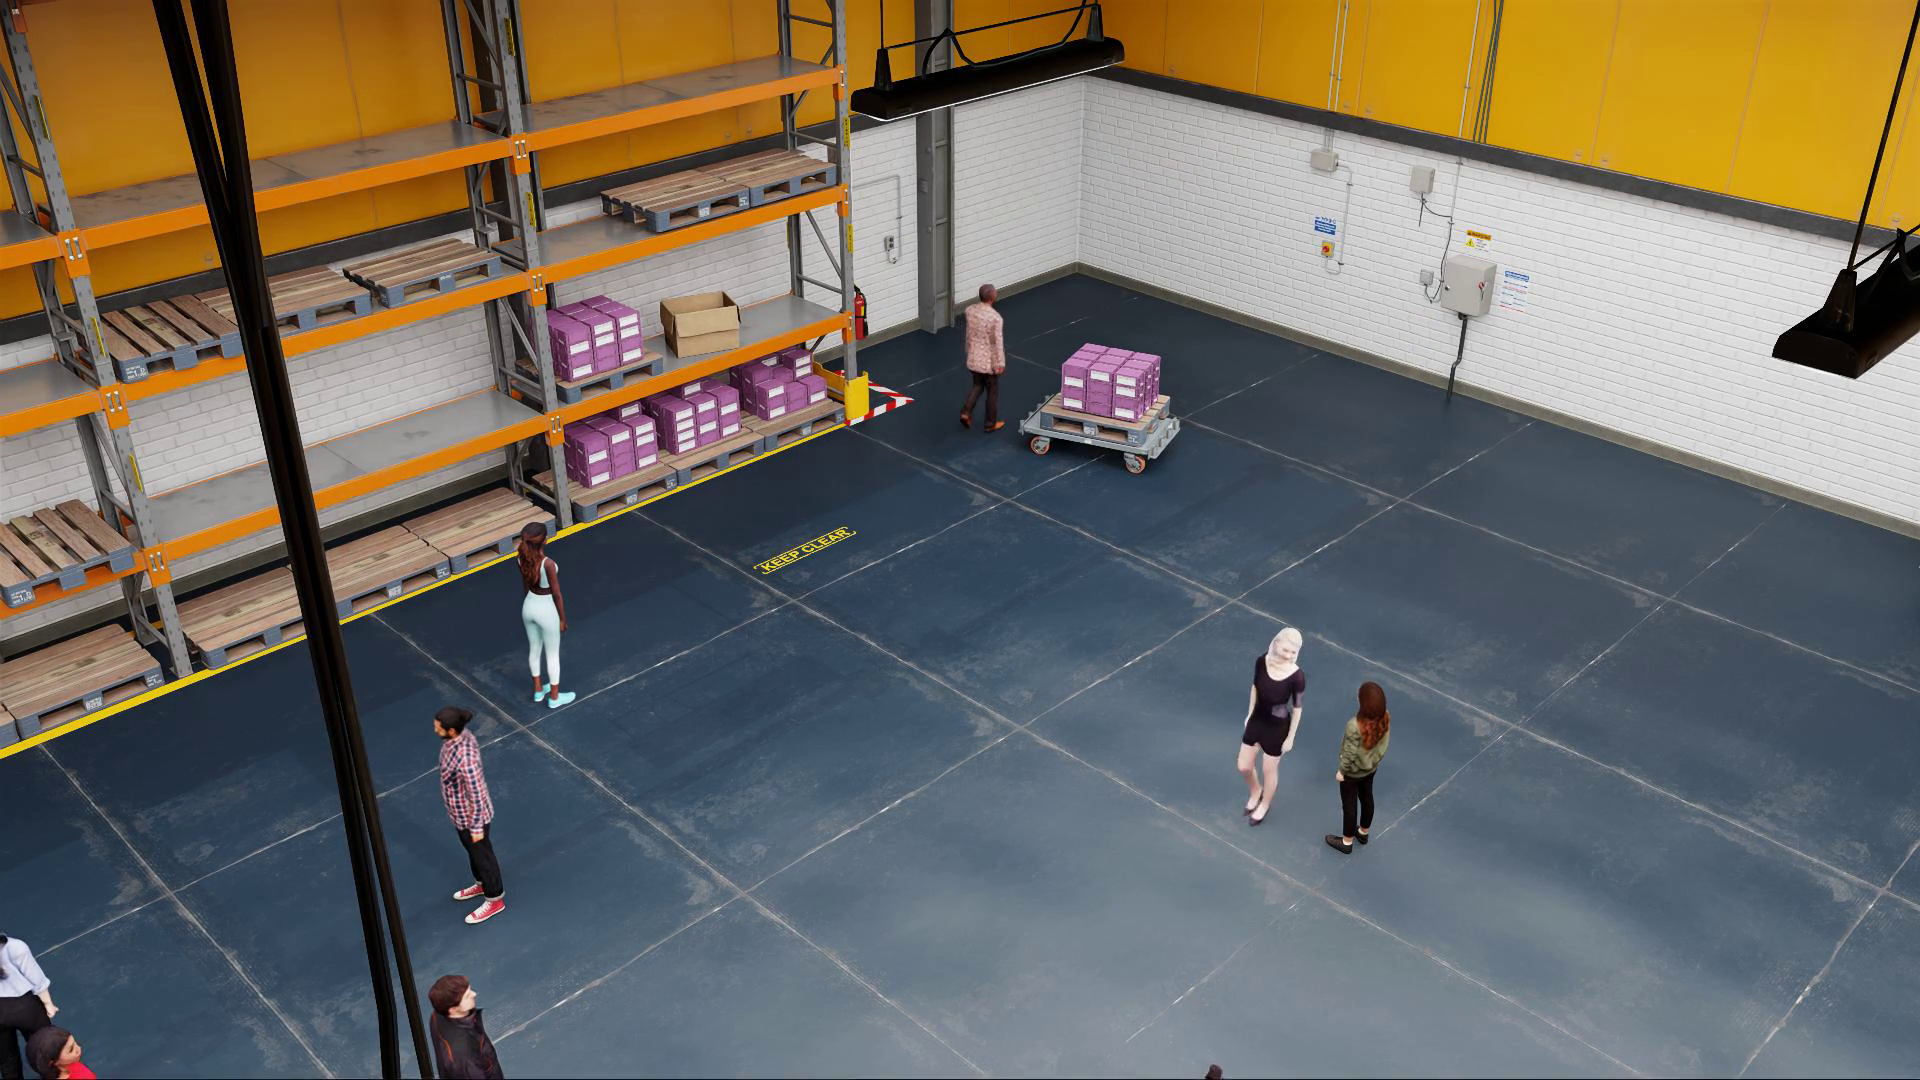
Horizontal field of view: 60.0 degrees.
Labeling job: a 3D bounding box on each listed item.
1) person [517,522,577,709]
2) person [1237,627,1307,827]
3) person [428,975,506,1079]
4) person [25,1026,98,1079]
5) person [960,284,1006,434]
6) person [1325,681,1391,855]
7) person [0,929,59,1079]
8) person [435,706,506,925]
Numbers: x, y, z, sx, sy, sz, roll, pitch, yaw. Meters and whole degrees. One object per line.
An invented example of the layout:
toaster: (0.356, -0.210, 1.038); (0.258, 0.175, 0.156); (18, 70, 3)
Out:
person: (-3.556, 0.627, 14.144); (0.616, 1.724, 0.617); (14, 31, 23)
person: (2.418, 1.400, 12.642); (0.637, 1.806, 0.613); (24, 37, 37)
person: (-2.746, 3.172, 9.360); (0.664, 1.838, 0.770); (-16, 32, -27)
person: (-4.872, 3.380, 9.117); (1.173, 1.706, 0.884); (-11, 30, -18)
person: (0.227, -2.028, 18.943); (0.750, 1.789, 0.856); (21, 35, 33)
person: (3.002, 1.688, 12.459); (0.500, 1.476, 0.670); (-19, 34, -30)
person: (-5.713, 2.865, 10.018); (0.683, 1.747, 0.796); (-7, 29, -12)
person: (-3.474, 1.898, 11.777); (0.692, 1.760, 0.752); (-15, 32, -26)
